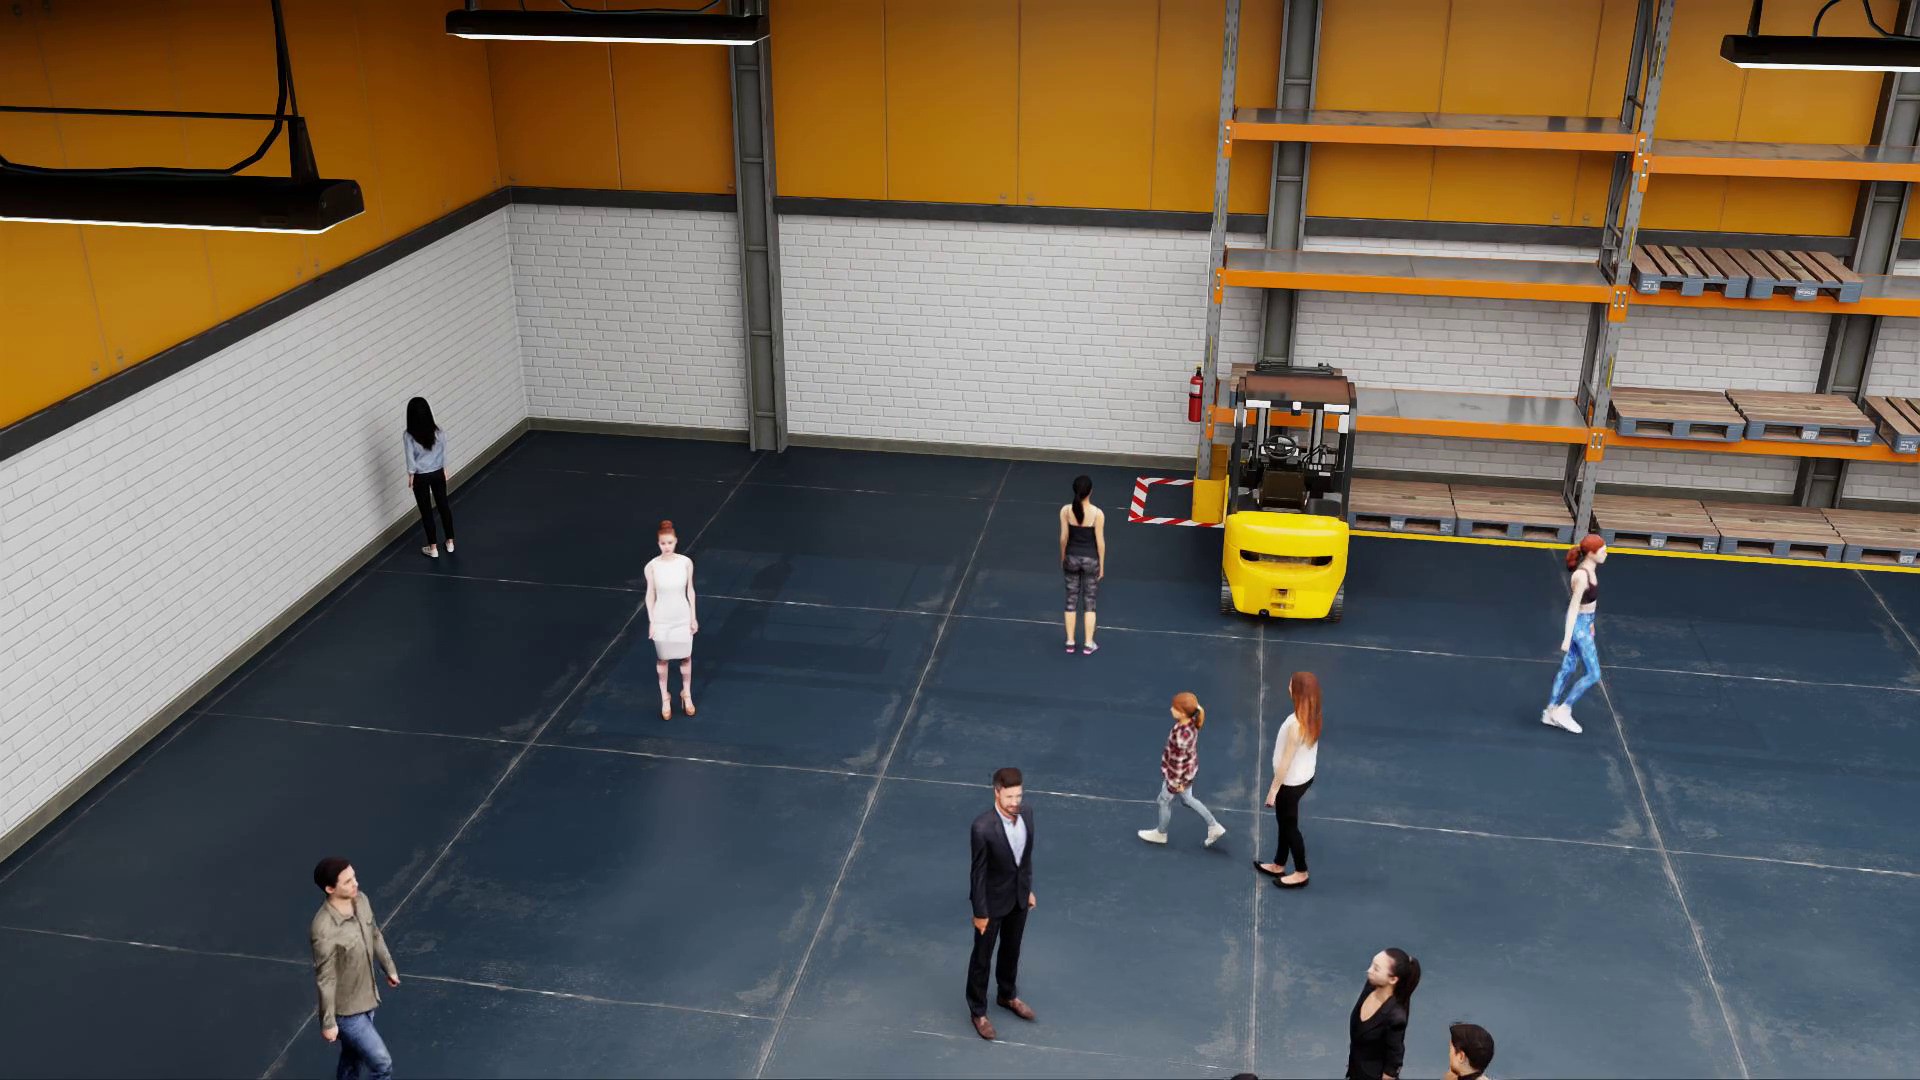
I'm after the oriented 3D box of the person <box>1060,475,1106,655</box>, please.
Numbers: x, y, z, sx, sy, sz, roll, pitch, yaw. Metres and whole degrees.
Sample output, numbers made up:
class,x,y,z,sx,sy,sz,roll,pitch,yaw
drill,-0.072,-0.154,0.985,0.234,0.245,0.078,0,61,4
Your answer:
class,x,y,z,sx,sy,sz,roll,pitch,yaw
person,1.095,0.223,15.113,0.501,1.730,0.640,6,24,14

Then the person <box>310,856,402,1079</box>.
class,x,y,z,sx,sy,sz,roll,pitch,yaw
person,-3.556,2.616,9.493,0.907,1.846,0.776,1,24,3

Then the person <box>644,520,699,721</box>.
class,x,y,z,sx,sy,sz,roll,pitch,yaw
person,-2.418,0.682,13.985,0.575,1.793,0.701,-8,25,-18

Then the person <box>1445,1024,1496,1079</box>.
class,x,y,z,sx,sy,sz,roll,pitch,yaw
person,2.570,3.207,8.352,0.772,1.677,0.804,-8,25,-18

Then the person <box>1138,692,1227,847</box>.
class,x,y,z,sx,sy,sz,roll,pitch,yaw
person,1.691,1.711,12.262,0.922,1.286,0.675,11,26,23

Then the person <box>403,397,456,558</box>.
class,x,y,z,sx,sy,sz,roll,pitch,yaw
person,-5.489,-0.661,17.159,0.691,1.710,0.725,-21,31,-39

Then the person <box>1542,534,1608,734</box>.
class,x,y,z,sx,sy,sz,roll,pitch,yaw
person,5.043,0.760,13.829,0.699,1.773,0.621,9,25,20

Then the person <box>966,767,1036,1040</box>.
class,x,y,z,sx,sy,sz,roll,pitch,yaw
person,0.270,2.224,10.369,0.732,1.863,0.777,-19,30,-36

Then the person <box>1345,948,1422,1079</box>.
class,x,y,z,sx,sy,sz,roll,pitch,yaw
person,2.253,2.911,9.006,0.633,1.696,0.655,-3,24,-7

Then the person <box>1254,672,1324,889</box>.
class,x,y,z,sx,sy,sz,roll,pitch,yaw
person,2.407,1.707,11.742,0.794,1.710,0.751,12,26,26
